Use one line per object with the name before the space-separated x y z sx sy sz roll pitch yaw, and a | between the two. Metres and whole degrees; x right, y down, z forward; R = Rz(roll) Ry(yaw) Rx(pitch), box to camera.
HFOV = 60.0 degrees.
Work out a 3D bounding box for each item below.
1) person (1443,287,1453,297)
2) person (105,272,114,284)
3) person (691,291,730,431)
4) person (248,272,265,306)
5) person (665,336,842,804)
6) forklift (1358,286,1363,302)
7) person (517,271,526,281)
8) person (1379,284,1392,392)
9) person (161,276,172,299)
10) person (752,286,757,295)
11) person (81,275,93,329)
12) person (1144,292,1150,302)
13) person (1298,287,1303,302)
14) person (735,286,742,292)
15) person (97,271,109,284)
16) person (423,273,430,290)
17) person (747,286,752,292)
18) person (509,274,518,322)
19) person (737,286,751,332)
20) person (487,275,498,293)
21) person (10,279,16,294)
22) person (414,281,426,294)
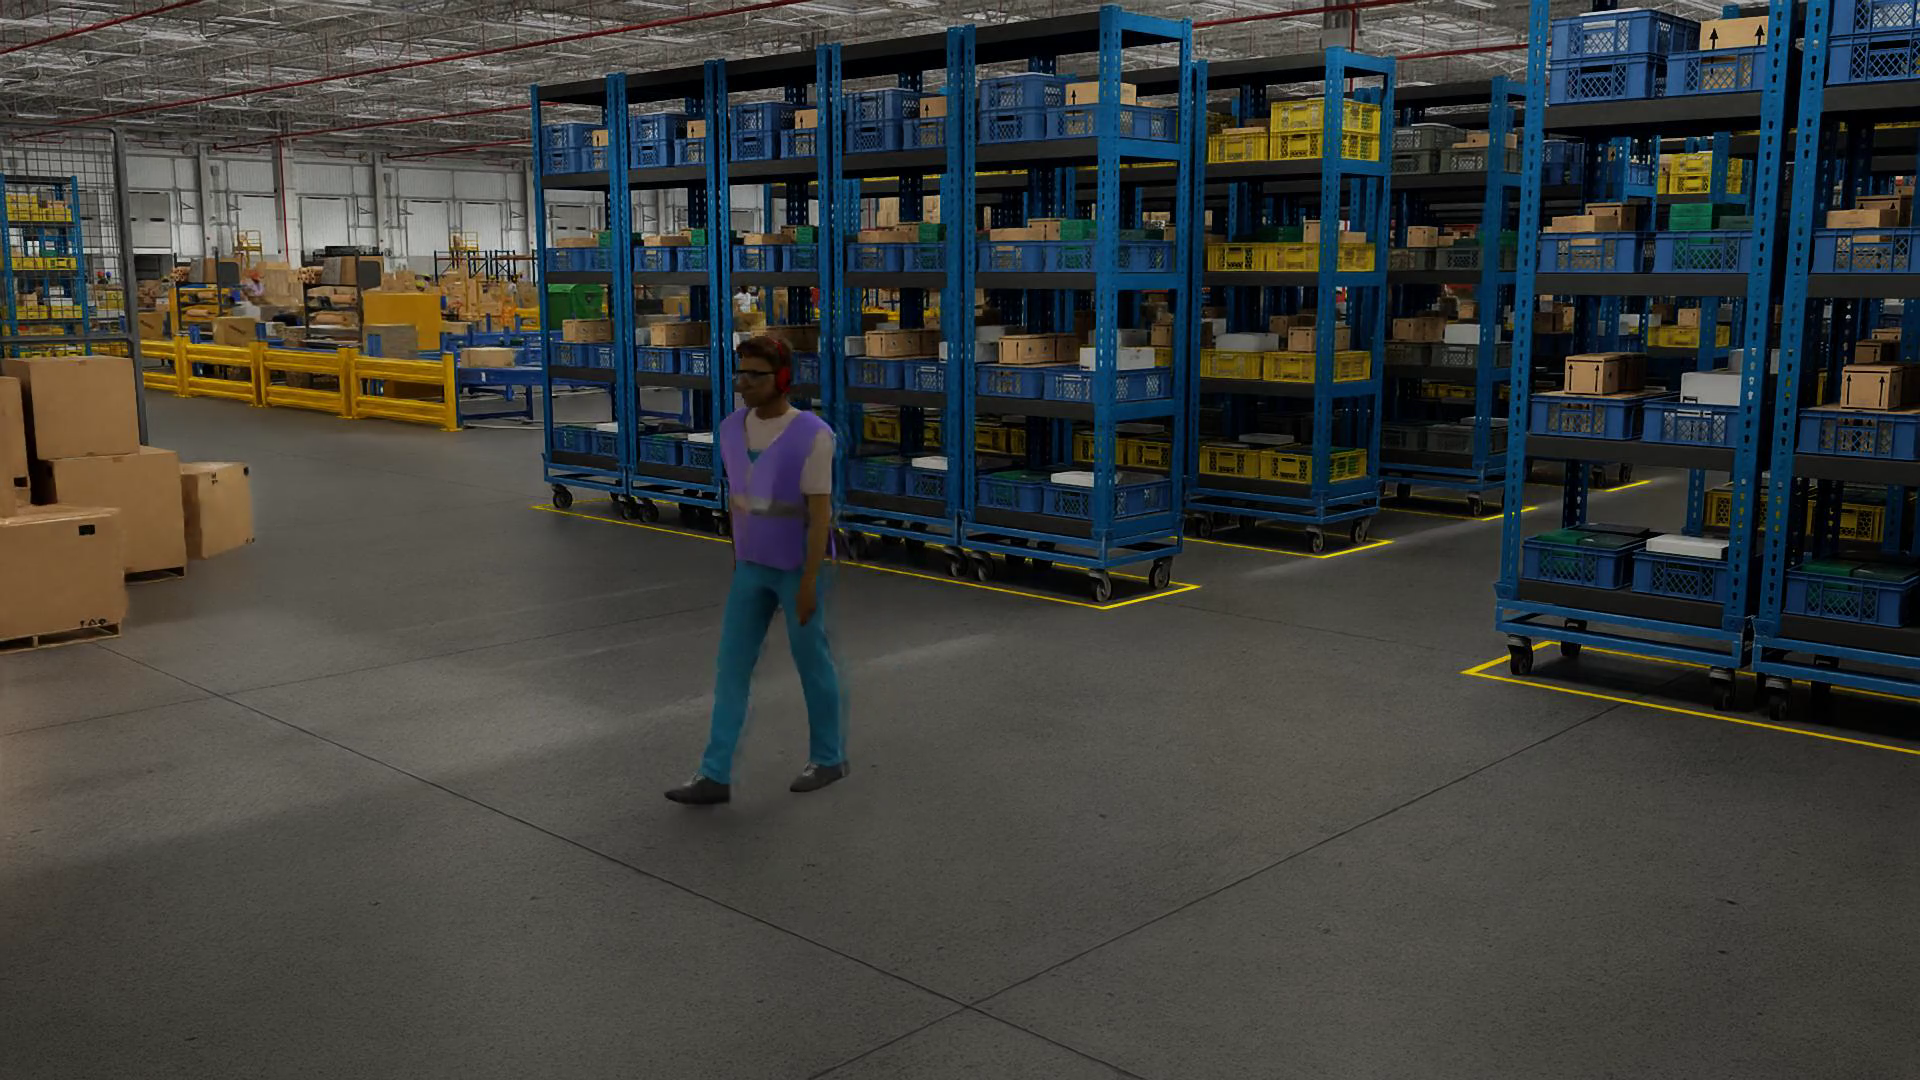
person | 13.431 -6.175 45.765 0.509 1.583 0.877 -4 10 -23
person | -38.279 -11.097 74.831 0.390 1.949 0.602 4 10 22
person | -2.875 -1.985 19.373 0.599 1.810 0.754 8 12 39
person | -23.085 -7.787 54.466 0.993 1.982 0.686 4 10 24
person | -0.777 0.133 6.397 0.619 1.807 0.885 7 11 36
forklift | 11.100 -7.017 46.970 1.873 2.768 1.129 9 13 43
person | -25.325 -14.532 95.982 0.546 1.913 0.657 2 9 10
person | 6.912 -3.338 27.475 0.873 1.872 0.683 -8 12 -41
person | -36.230 -11.178 75.953 0.289 1.746 0.487 7 12 38
person | -8.973 -10.481 71.929 0.783 1.671 0.538 1 9 7
person | -29.669 -8.071 56.559 0.331 1.862 0.506 2 10 14
person | 7.025 -9.023 62.888 0.315 1.696 0.541 1 9 3
person | 10.185 -7.046 50.146 0.639 1.896 0.945 -2 10 -13
person | -8.503 -9.330 63.715 0.628 2.000 0.704 -5 10 -26
person | -33.885 -9.640 65.757 0.616 1.993 0.395 6 11 31
person | -24.006 -11.006 74.485 0.874 1.882 0.591 -4 10 -26
person | -9.133 -10.855 73.383 0.545 1.938 0.361 -1 9 -6
person | -15.656 -8.391 58.472 0.328 1.876 0.513 -7 12 -37
person | -6.212 -6.599 48.136 0.888 1.644 0.549 9 13 44
person | -22.564 -11.897 80.285 0.526 1.772 0.307 -3 10 -19
person | -43.807 -11.429 76.925 0.584 1.927 0.581 0 9 1
person | -14.438 -6.074 44.634 0.582 1.746 0.541 2 9 11
